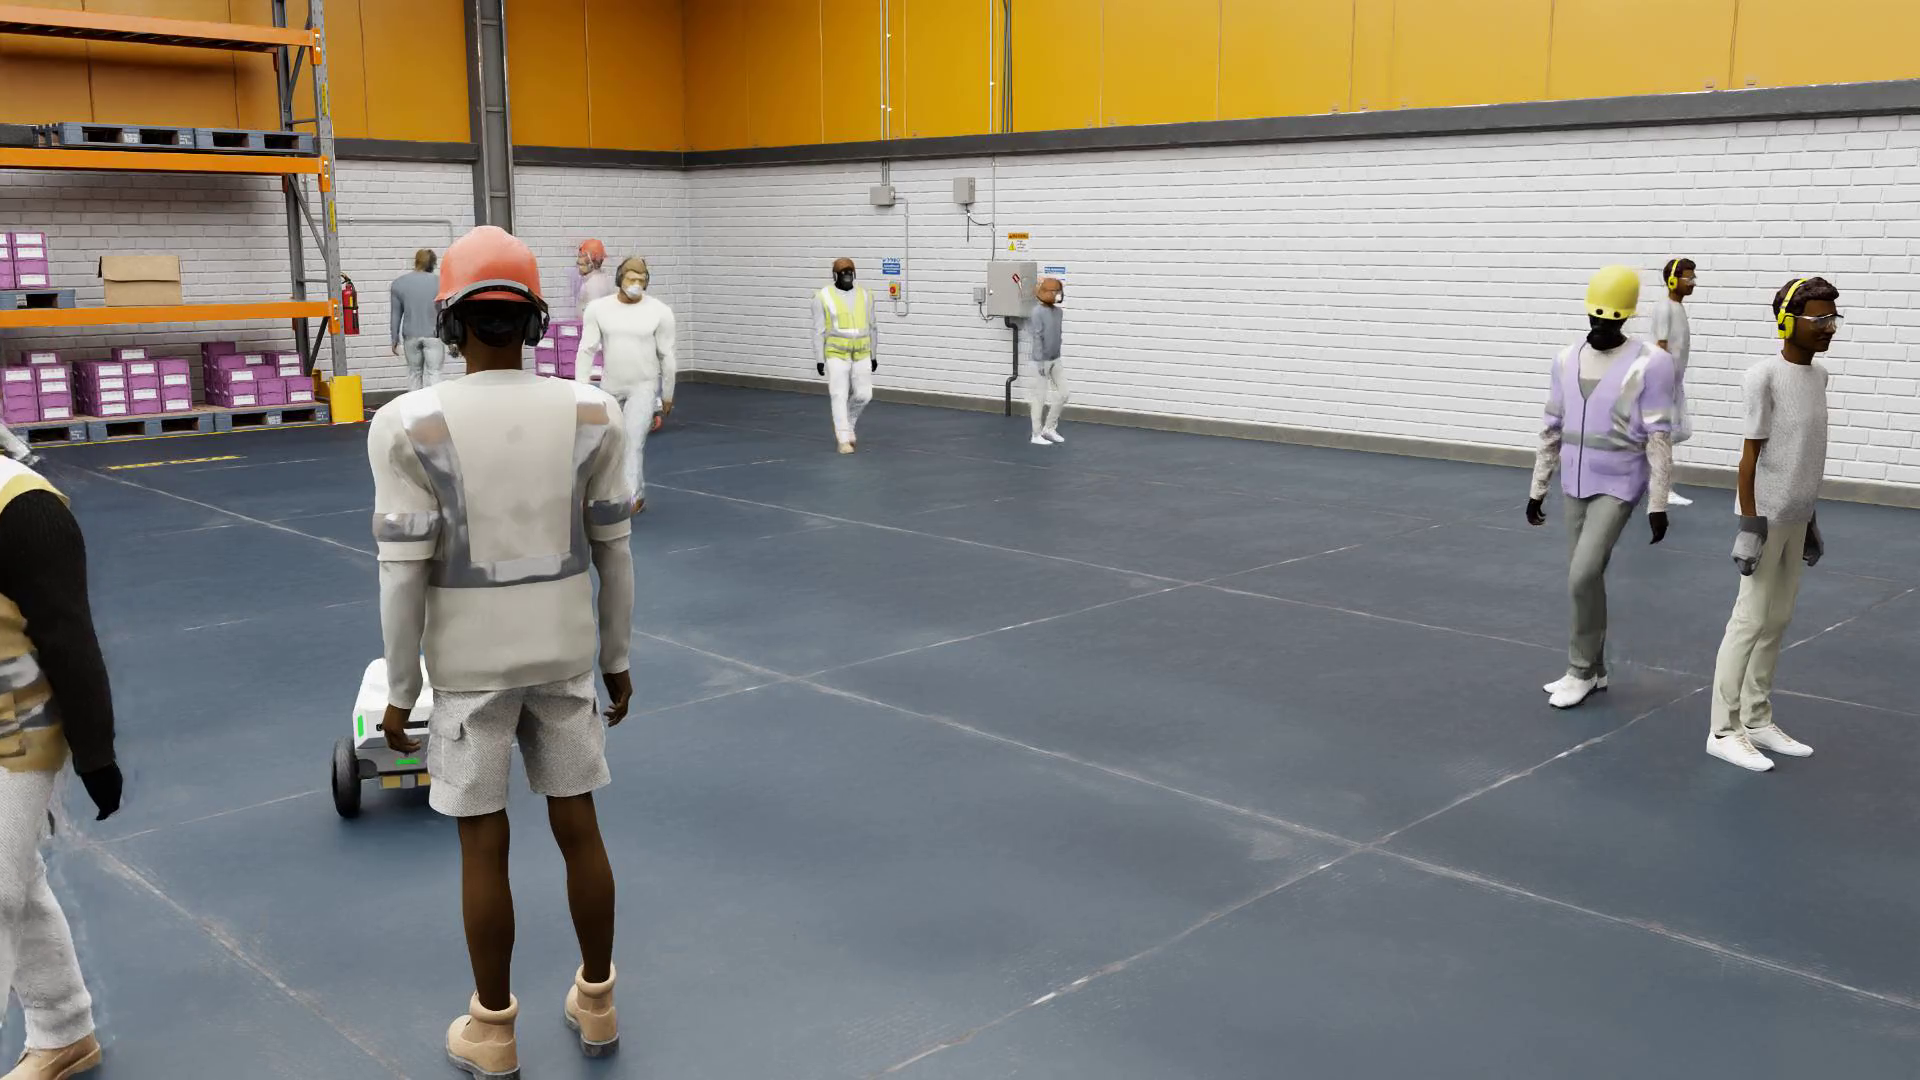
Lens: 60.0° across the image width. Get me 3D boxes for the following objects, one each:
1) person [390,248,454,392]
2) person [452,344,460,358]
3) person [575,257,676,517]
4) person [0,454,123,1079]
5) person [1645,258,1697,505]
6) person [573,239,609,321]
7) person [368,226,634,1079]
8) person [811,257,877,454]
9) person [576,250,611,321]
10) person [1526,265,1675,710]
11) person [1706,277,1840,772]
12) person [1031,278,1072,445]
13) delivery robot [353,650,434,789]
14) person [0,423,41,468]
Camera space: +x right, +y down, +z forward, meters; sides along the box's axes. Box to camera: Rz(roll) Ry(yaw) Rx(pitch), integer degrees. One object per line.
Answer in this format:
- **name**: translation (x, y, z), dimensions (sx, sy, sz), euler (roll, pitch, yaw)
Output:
- **person**: translation (-5.710, -2.135, 17.618), dimensions (0.691, 1.903, 0.708), euler (-1, 10, -7)
- **person**: translation (-5.274, -2.123, 18.313), dimensions (0.835, 1.601, 0.535), euler (3, 11, 16)
- **person**: translation (-2.322, -1.031, 11.642), dimensions (0.651, 1.874, 1.077), euler (1, 10, 5)
- **person**: translation (-2.224, 0.485, 3.555), dimensions (0.642, 1.795, 0.921), euler (3, 11, 18)
- **person**: translation (5.308, -1.193, 12.558), dimensions (0.498, 1.856, 0.518), euler (9, 14, 40)
- **person**: translation (-4.259, -2.530, 19.520), dimensions (1.031, 1.978, 0.628), euler (-4, 11, -23)
- **person**: translation (-1.089, 0.282, 4.003), dimensions (0.614, 2.041, 0.393), euler (-7, 12, -32)
- **person**: translation (-1.076, -1.725, 15.533), dimensions (0.643, 1.823, 0.491), euler (-5, 11, -24)
- **person**: translation (-4.154, -2.429, 19.296), dimensions (0.883, 1.866, 0.653), euler (1, 10, 3)
- **person**: translation (2.676, -0.212, 7.093), dimensions (0.634, 1.891, 0.648), euler (-5, 12, -26)
- **person**: translation (3.136, -0.064, 6.361), dimensions (0.532, 1.868, 0.310), euler (-8, 13, -36)
- **person**: translation (0.852, -1.715, 16.065), dimensions (0.409, 1.620, 0.506), euler (9, 14, 40)
- **delivery robot**: translation (-2.001, 0.603, 6.044), dimensions (0.477, 0.478, 0.707), euler (-3, 11, -15)
- **person**: translation (-8.028, -1.330, 13.499), dimensions (0.871, 1.800, 0.610), euler (-7, 13, -35)
